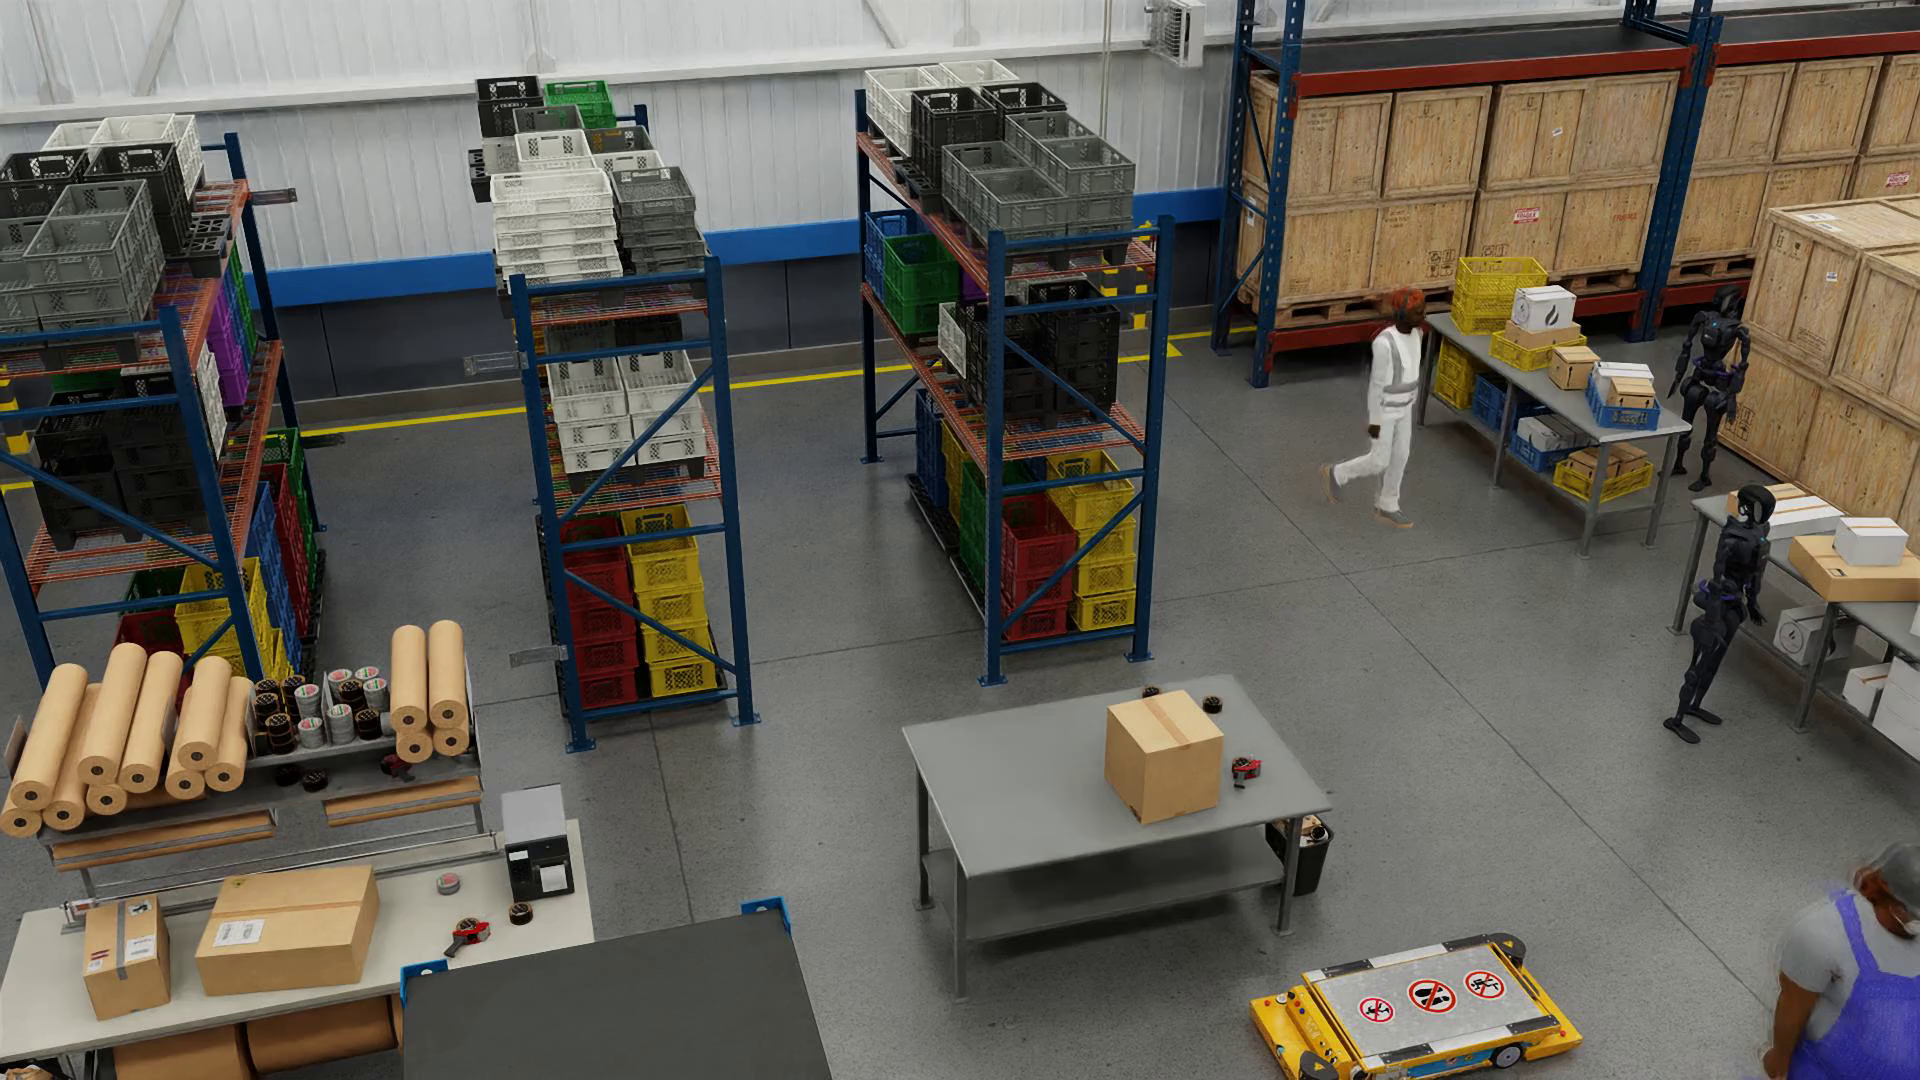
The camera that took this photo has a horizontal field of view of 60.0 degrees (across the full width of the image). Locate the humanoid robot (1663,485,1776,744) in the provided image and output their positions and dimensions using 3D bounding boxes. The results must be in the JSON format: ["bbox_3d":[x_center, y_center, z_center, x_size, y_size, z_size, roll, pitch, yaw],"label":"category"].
[{"bbox_3d":[4.577,0.424,9.912,0.600,1.658,0.325,-22,36,-35],"label":"humanoid robot"}]

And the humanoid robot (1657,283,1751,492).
[{"bbox_3d":[5.779,-1.186,12.845,0.310,1.656,0.616,-16,32,-26],"label":"humanoid robot"}]

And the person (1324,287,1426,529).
[{"bbox_3d":[3.131,-0.994,12.305,0.572,1.867,0.637,-24,37,-36],"label":"person"}]

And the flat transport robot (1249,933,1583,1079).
[{"bbox_3d":[2.184,2.282,7.980,1.431,0.197,0.652,-8,30,-14],"label":"flat transport robot"}]

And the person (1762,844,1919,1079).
[{"bbox_3d":[3.601,1.996,6.692,0.697,2.000,0.679,-2,29,-4],"label":"person"}]
